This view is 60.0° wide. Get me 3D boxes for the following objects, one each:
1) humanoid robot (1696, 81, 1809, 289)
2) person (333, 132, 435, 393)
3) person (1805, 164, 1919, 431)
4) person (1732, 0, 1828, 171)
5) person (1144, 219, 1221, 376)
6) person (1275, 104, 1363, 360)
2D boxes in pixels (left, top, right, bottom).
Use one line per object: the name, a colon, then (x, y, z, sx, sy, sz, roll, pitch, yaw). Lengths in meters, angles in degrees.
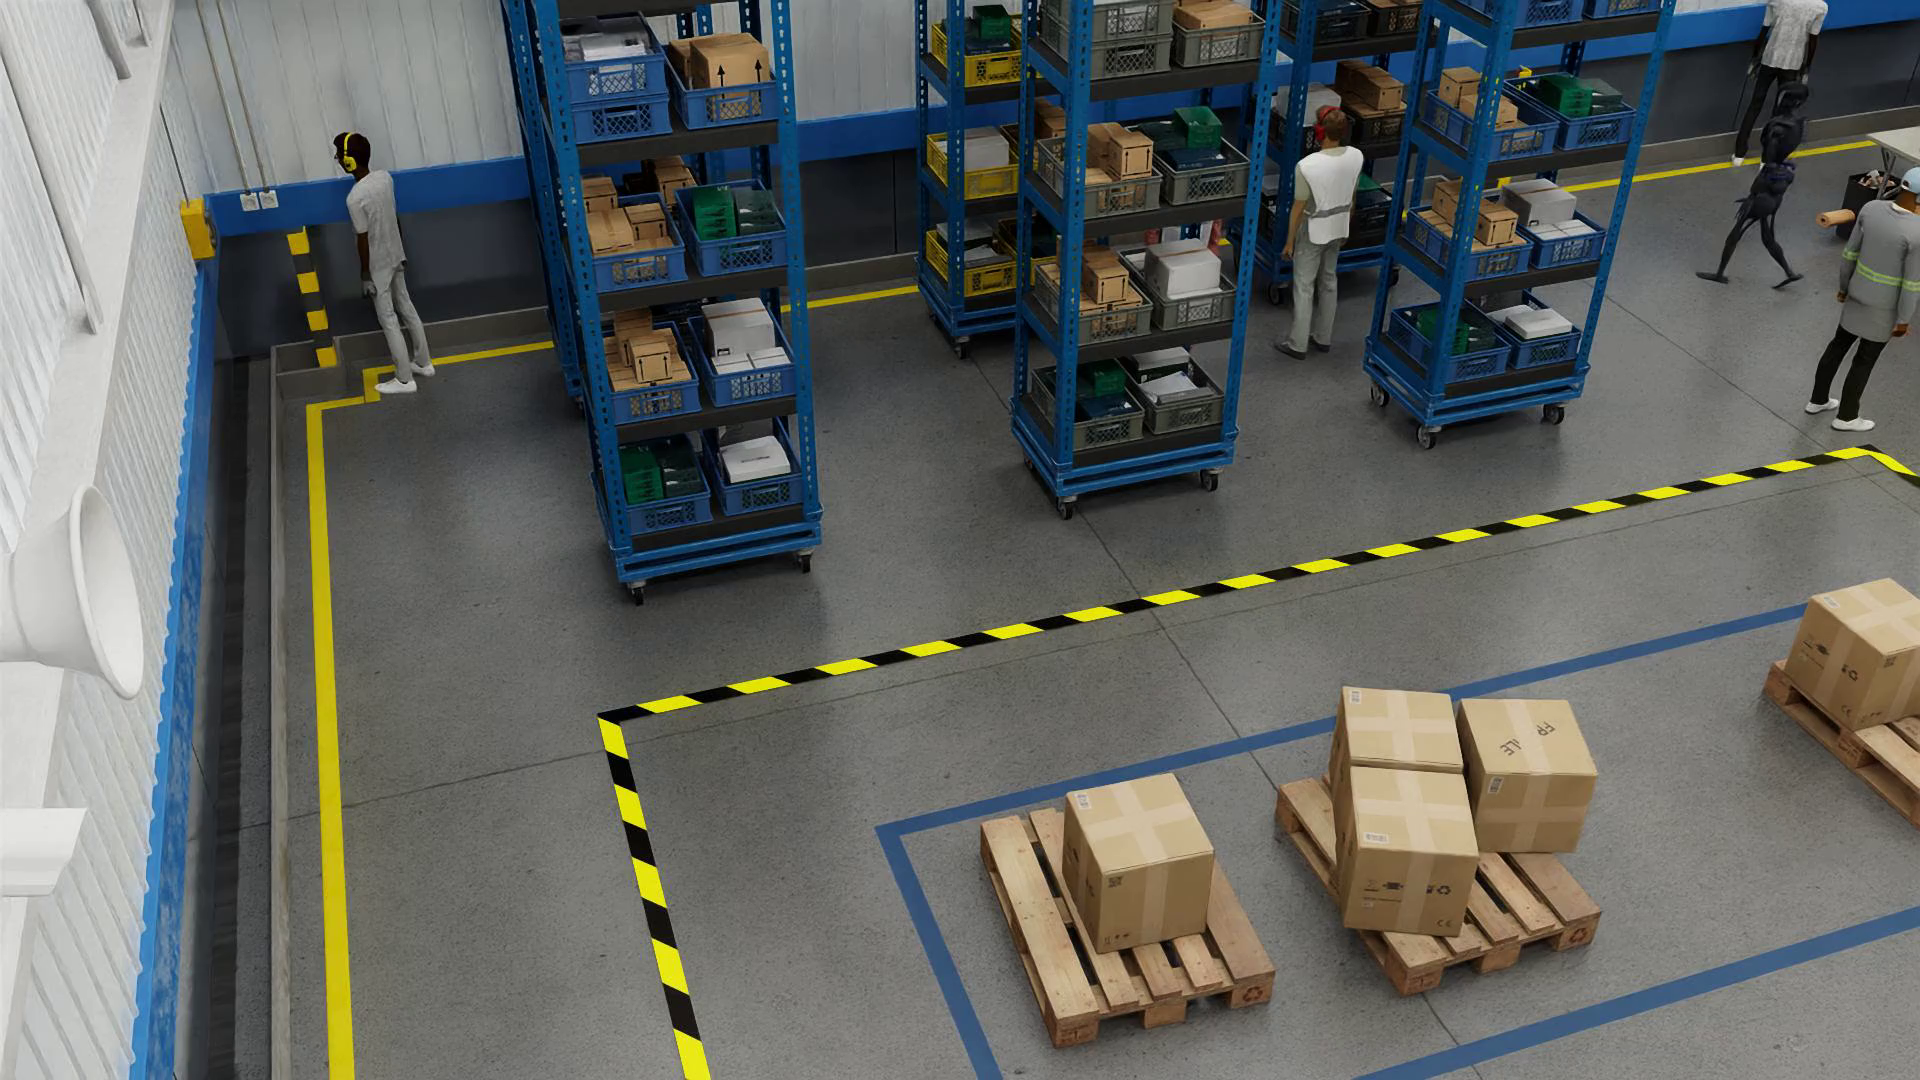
humanoid robot: (6.204, -2.668, 12.656, 0.749, 1.638, 0.589, 22, 41, 28)
person: (-3.946, -1.886, 11.350, 0.319, 1.860, 0.509, 8, 36, 11)
person: (6.041, -1.590, 10.935, 0.387, 1.850, 0.598, -12, 37, -16)
person: (7.184, -4.153, 14.566, 0.501, 1.861, 0.332, 21, 40, 26)
person: (1.528, -1.991, 11.447, 0.591, 1.919, 0.393, -13, 37, -17)
person: (2.543, -2.141, 11.735, 0.563, 1.838, 0.382, -19, 39, -25)
